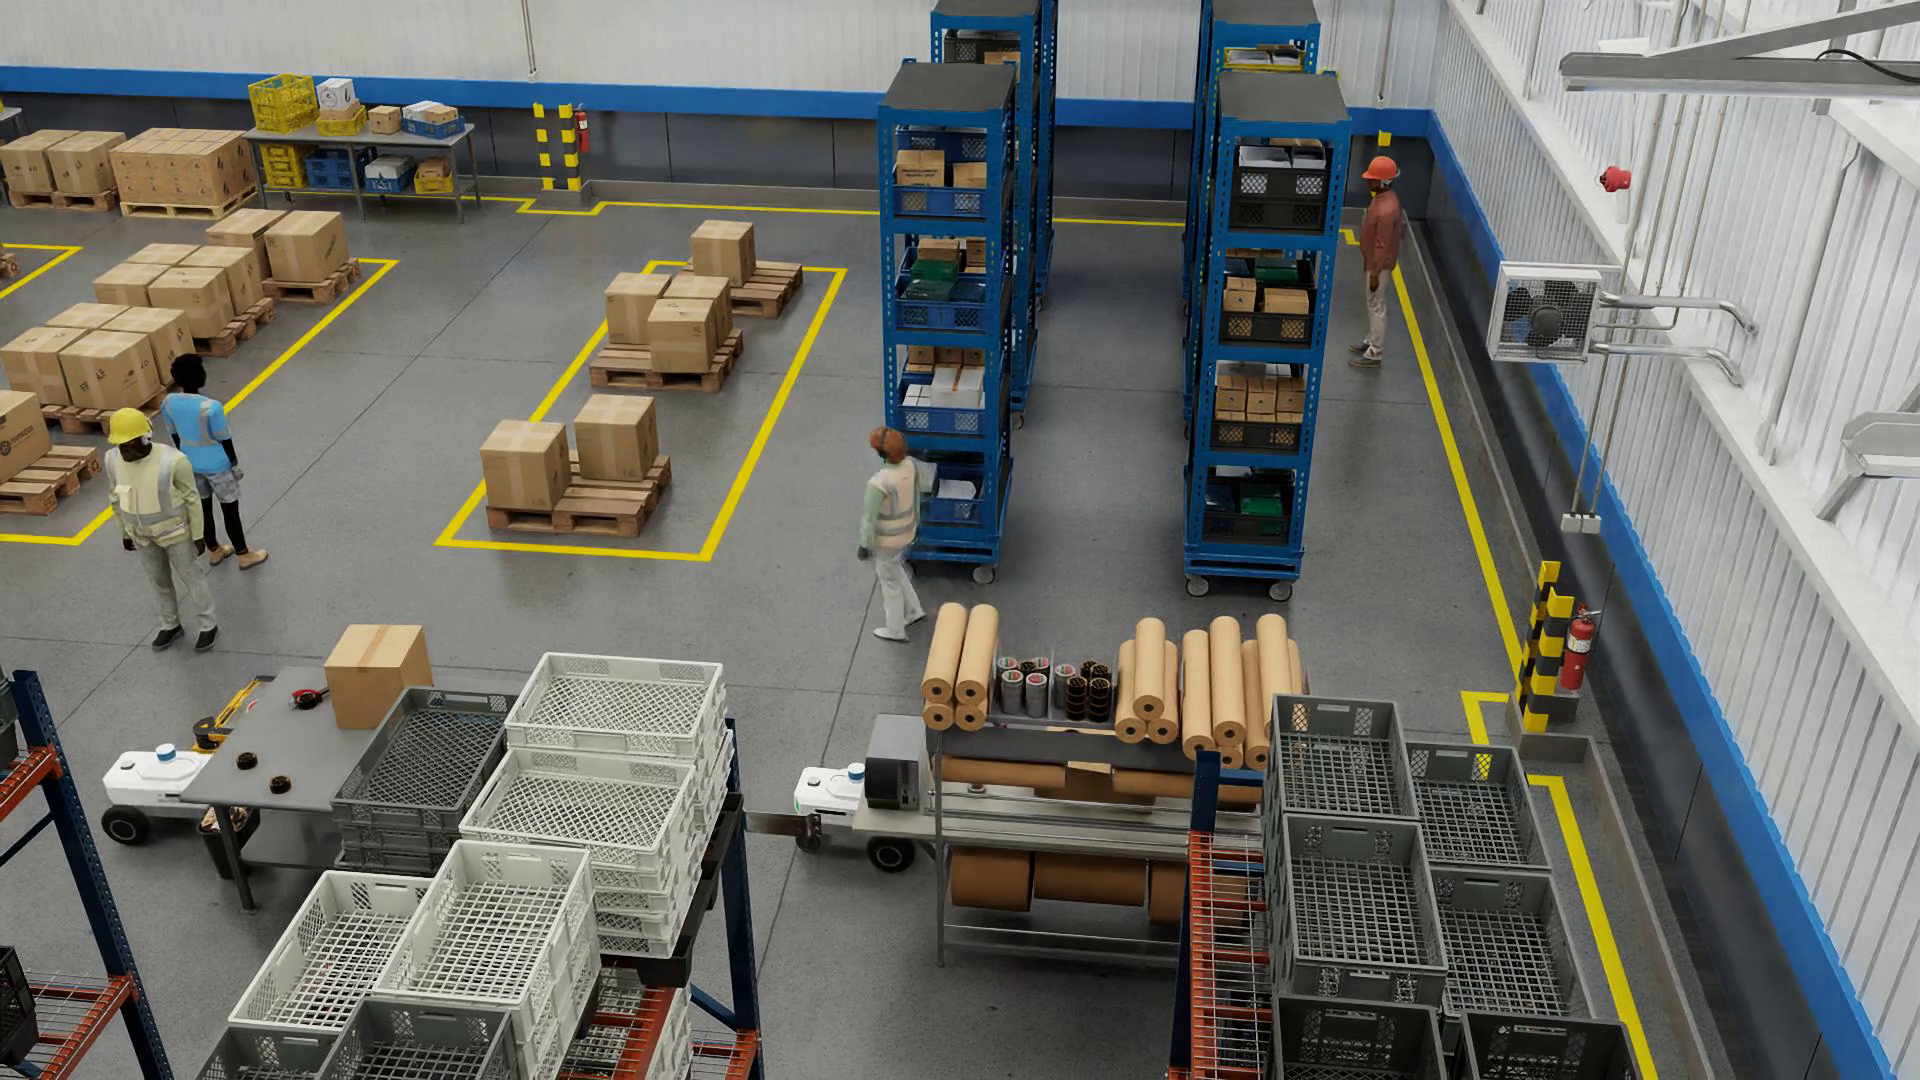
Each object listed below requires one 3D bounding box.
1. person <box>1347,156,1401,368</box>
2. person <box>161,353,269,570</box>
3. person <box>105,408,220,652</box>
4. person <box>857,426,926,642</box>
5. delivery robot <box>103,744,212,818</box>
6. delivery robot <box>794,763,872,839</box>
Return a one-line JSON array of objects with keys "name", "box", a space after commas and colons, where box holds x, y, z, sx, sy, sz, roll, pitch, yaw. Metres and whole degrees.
[{"name": "person", "box": [3.826, -2.574, 15.384, 0.414, 1.986, 0.605, 6, 31, 10]}, {"name": "person", "box": [-5.511, -0.566, 12.208, 0.533, 1.698, 0.322, 10, 32, 17]}, {"name": "person", "box": [-5.397, -0.065, 11.217, 0.601, 1.830, 0.404, 2, 30, 4]}, {"name": "person", "box": [-0.478, -0.027, 11.351, 0.364, 1.629, 0.524, 15, 34, 24]}, {"name": "delivery robot", "box": [-4.640, 1.426, 9.827, 0.707, 0.478, 0.477, 2, 30, 3]}, {"name": "delivery robot", "box": [-0.596, 1.516, 9.673, 0.707, 0.478, 0.477, 5, 31, 8]}]
